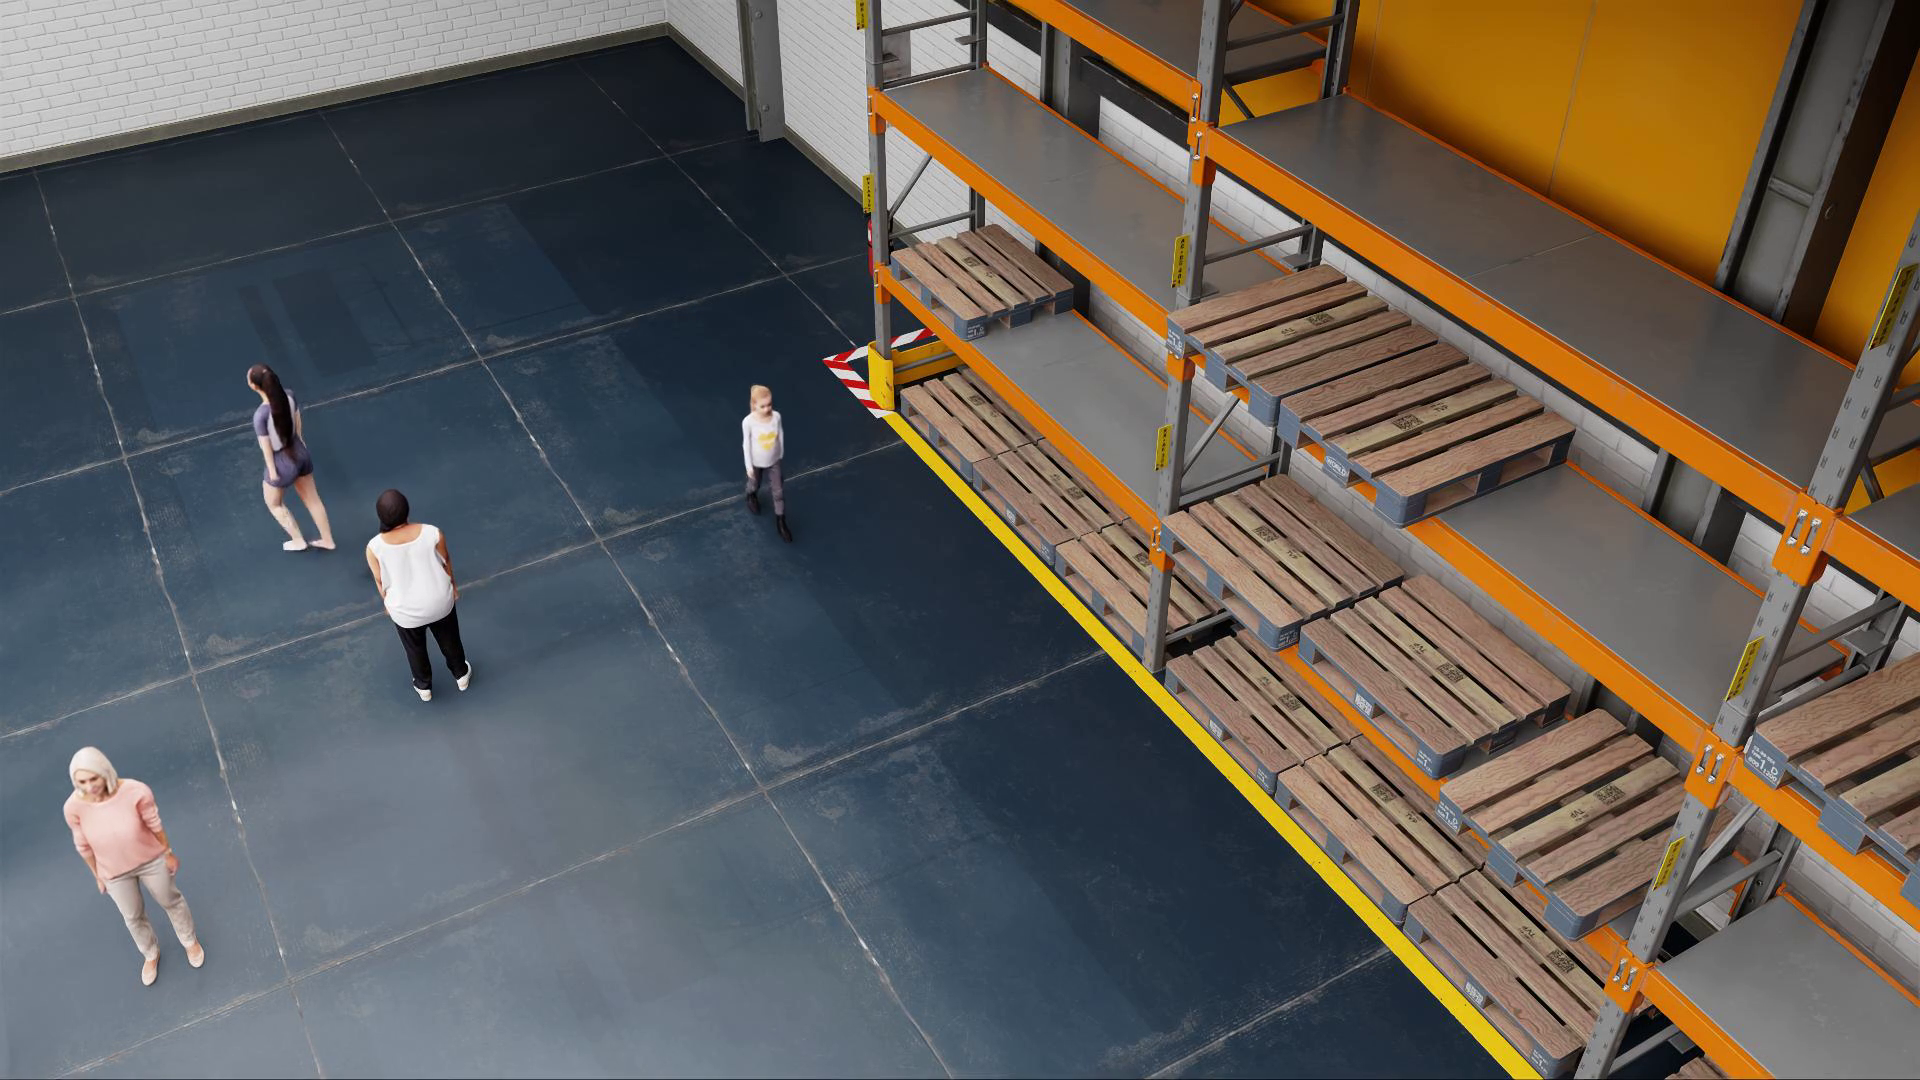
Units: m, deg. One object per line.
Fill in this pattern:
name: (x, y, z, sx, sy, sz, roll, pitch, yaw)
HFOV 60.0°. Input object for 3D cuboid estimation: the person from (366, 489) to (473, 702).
person: (-3.598, 0.353, 11.035, 0.681, 1.688, 0.641, -14, 41, -17)

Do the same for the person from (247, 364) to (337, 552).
person: (-4.863, -0.550, 12.206, 0.795, 1.636, 0.746, 14, 41, 17)

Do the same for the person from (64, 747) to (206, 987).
person: (-4.591, 1.772, 9.229, 0.622, 1.724, 0.553, -15, 41, -18)

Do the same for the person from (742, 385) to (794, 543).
person: (-1.514, -0.638, 12.615, 0.560, 1.265, 0.908, -14, 41, -17)
